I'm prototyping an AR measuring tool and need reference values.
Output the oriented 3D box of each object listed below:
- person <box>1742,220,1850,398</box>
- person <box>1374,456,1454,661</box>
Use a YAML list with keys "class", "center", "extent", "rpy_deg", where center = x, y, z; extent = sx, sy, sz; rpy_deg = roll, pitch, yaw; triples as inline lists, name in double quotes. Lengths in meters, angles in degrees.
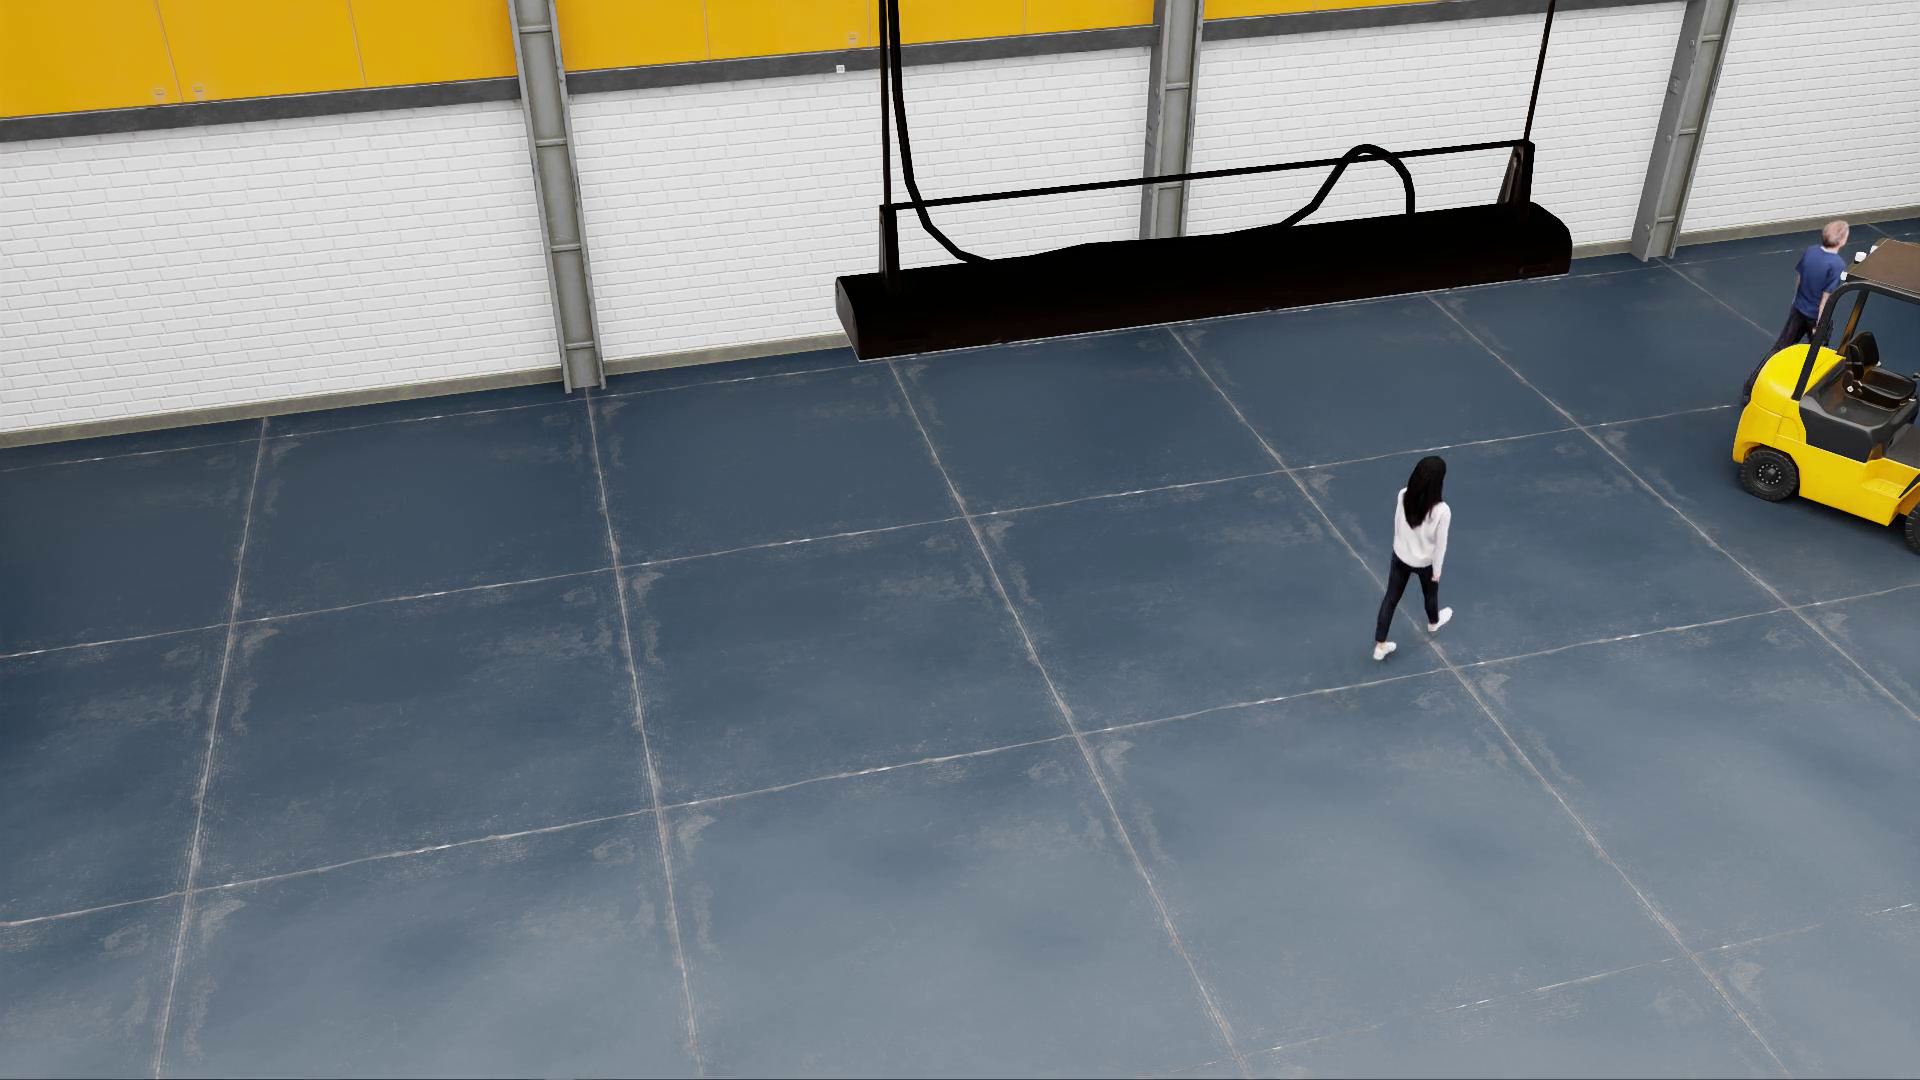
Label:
- class: "person"
  center: [7.879, -2.088, 15.577]
  extent: [1.204, 1.824, 0.744]
  rpy_deg: [-12, 35, -17]
- class: "person"
  center: [3.310, 0.175, 12.314]
  extent: [1.130, 1.666, 0.959]
  rpy_deg: [-28, 43, -36]
